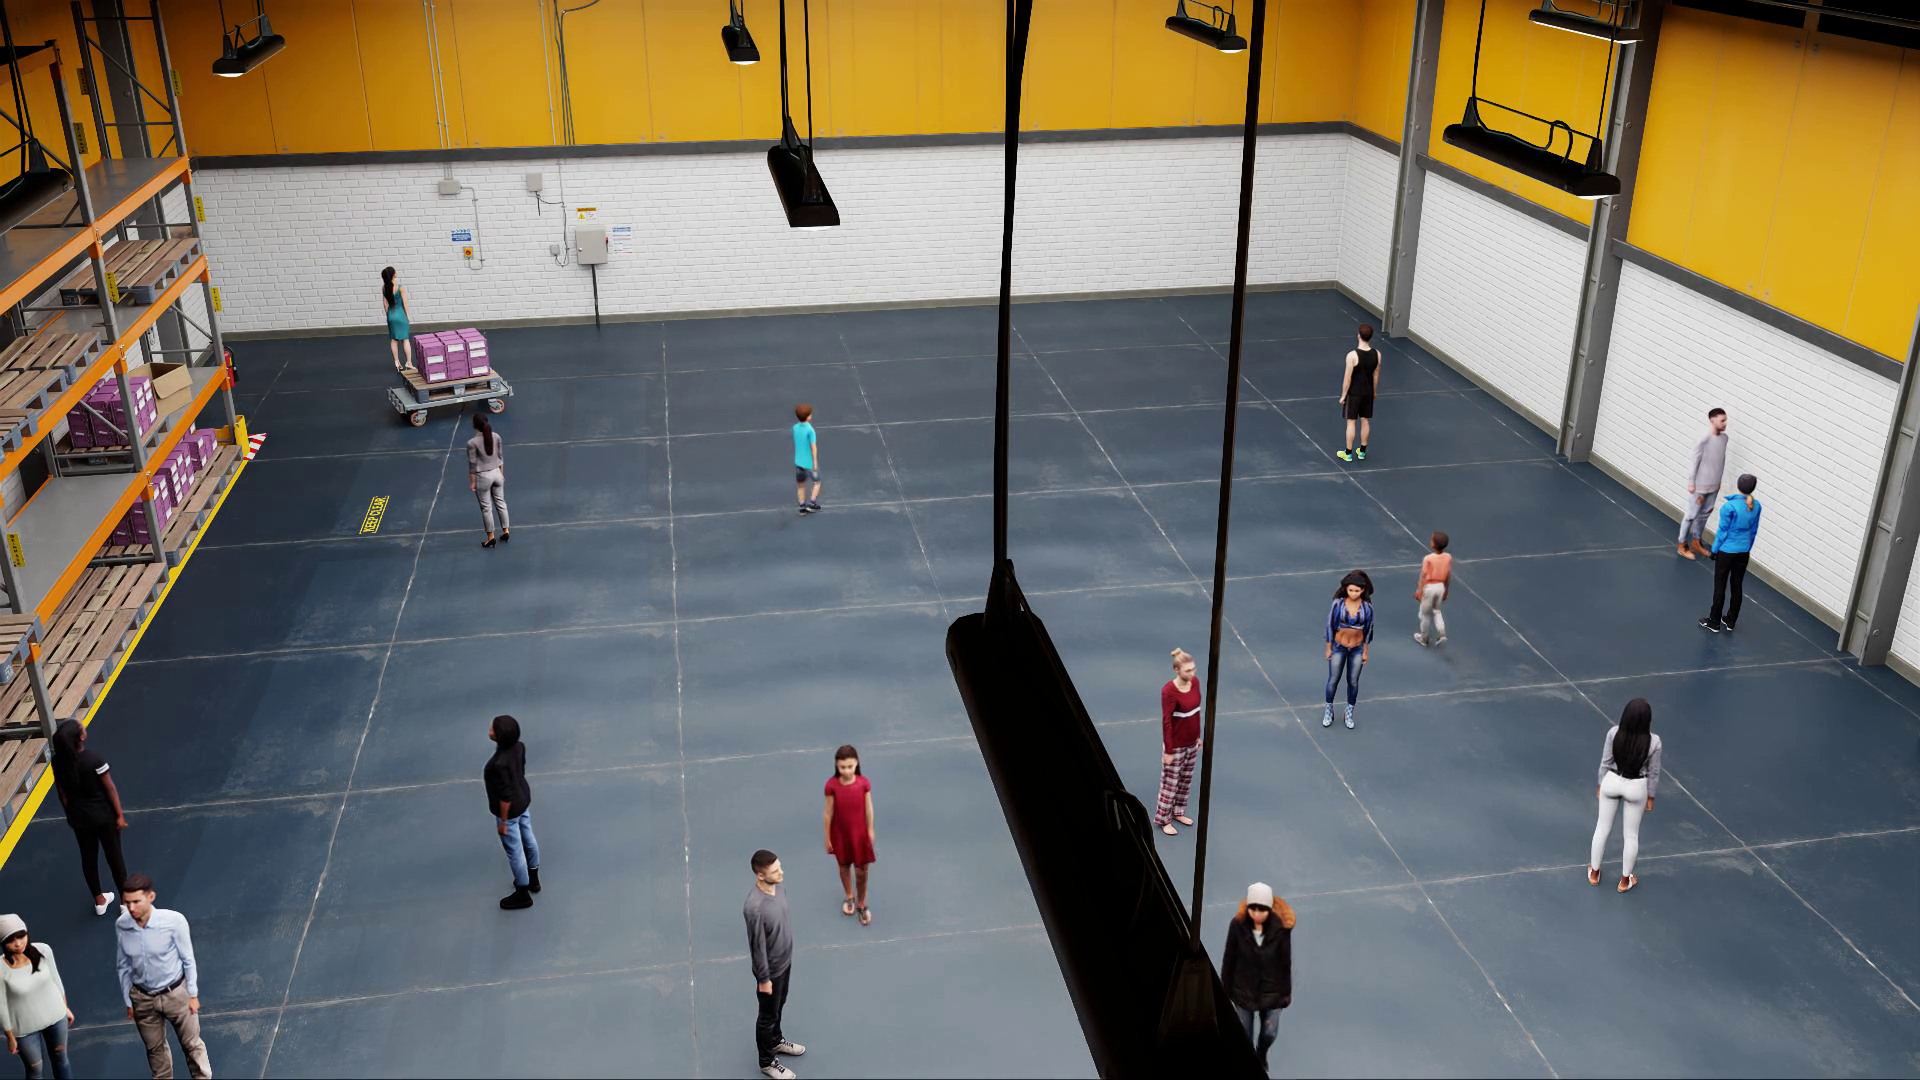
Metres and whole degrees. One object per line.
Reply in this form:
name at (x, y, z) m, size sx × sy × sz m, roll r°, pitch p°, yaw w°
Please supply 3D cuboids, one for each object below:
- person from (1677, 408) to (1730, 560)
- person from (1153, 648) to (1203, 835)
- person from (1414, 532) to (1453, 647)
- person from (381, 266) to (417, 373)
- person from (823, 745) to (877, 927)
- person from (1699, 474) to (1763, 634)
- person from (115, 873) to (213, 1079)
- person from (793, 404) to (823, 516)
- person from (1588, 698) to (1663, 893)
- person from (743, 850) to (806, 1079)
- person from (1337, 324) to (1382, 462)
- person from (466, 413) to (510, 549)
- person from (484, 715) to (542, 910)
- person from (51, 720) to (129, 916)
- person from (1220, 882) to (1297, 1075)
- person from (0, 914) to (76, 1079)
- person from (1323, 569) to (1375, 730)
person at (8.753, -0.689, 19.552) m, size 0.732 × 1.839 × 0.671 m, roll -11°, pitch 26°, yaw -23°
person at (1.888, 1.712, 14.233) m, size 0.692 × 1.699 × 0.695 m, roll -21°, pitch 31°, yaw -39°
person at (4.980, 0.542, 17.411) m, size 0.523 × 1.299 × 0.690 m, roll -7°, pitch 24°, yaw -15°
person at (-8.837, -3.474, 26.115) m, size 0.600 × 1.685 × 0.582 m, roll 4°, pitch 24°, yaw 9°
person at (-0.879, 2.265, 13.174) m, size 0.560 × 1.536 × 0.656 m, roll -3°, pitch 24°, yaw -8°
person at (8.246, 0.131, 17.729) m, size 0.617 × 1.797 × 0.520 m, roll -3°, pitch 24°, yaw -7°
person at (-5.312, 3.015, 11.069) m, size 0.647 × 1.848 × 0.610 m, roll -3°, pitch 24°, yaw -6°
person at (-1.964, -0.983, 20.718) m, size 0.627 × 1.443 × 0.688 m, roll 16°, pitch 28°, yaw 32°
person at (5.374, 2.038, 13.457) m, size 0.672 × 1.724 × 0.708 m, roll 13°, pitch 27°, yaw 26°
person at (-1.302, 2.894, 11.452) m, size 0.749 × 1.761 × 0.605 m, roll 5°, pitch 24°, yaw 11°
person at (5.403, -1.991, 22.463) m, size 0.684 × 1.892 × 0.600 m, roll -6°, pitch 24°, yaw -13°
person at (-5.626, -0.717, 19.819) m, size 0.757 × 1.677 × 0.718 m, roll 20°, pitch 31°, yaw 38°
person at (-3.555, 2.142, 13.246) m, size 0.690 × 1.702 × 0.574 m, roll 4°, pitch 24°, yaw 9°
person at (-6.842, 2.182, 13.124) m, size 0.666 × 1.728 × 0.652 m, roll 2°, pitch 24°, yaw 4°
person at (2.034, 3.004, 11.365) m, size 0.736 × 1.629 × 0.741 m, roll 5°, pitch 24°, yaw 11°
person at (-6.090, 3.167, 10.973) m, size 0.692 × 1.645 × 0.638 m, roll 17°, pitch 29°, yaw 33°
person at (3.698, 1.044, 15.868) m, size 0.674 × 1.614 × 0.662 m, roll 4°, pitch 24°, yaw 10°
